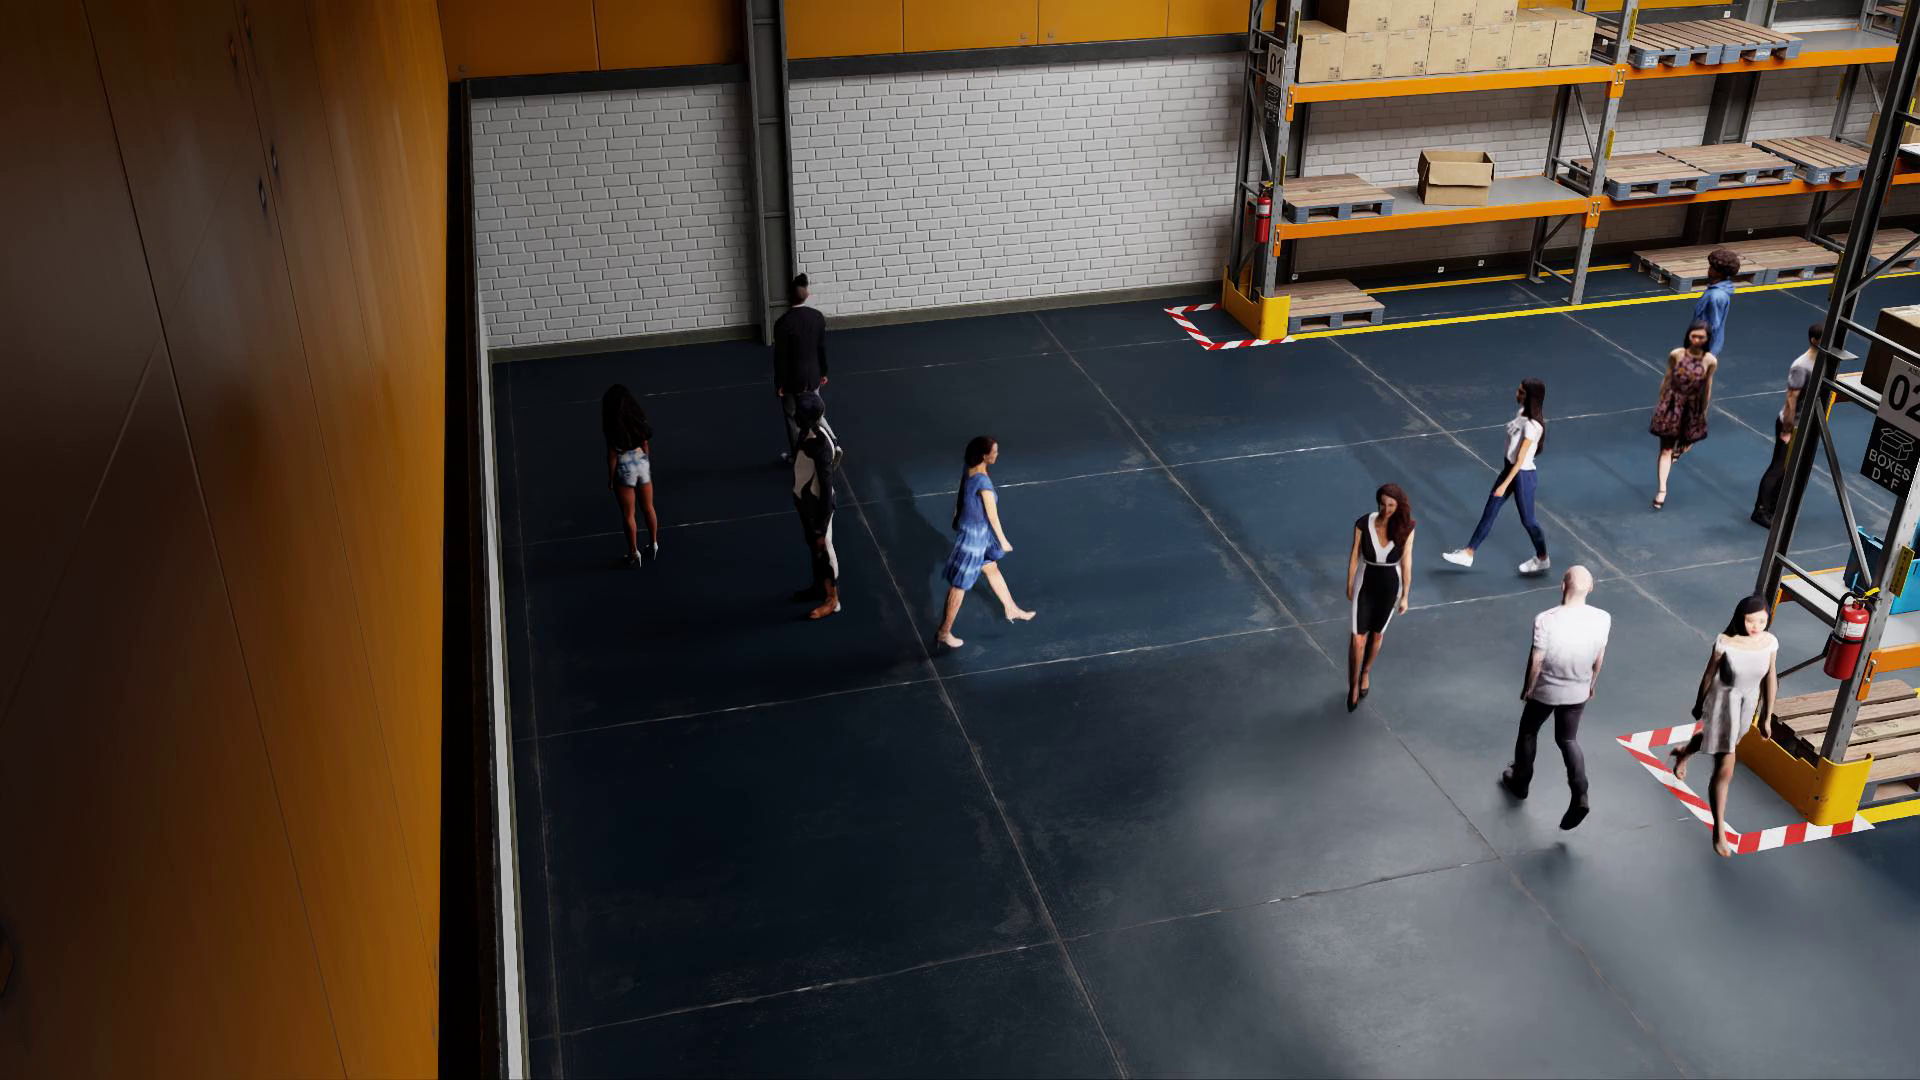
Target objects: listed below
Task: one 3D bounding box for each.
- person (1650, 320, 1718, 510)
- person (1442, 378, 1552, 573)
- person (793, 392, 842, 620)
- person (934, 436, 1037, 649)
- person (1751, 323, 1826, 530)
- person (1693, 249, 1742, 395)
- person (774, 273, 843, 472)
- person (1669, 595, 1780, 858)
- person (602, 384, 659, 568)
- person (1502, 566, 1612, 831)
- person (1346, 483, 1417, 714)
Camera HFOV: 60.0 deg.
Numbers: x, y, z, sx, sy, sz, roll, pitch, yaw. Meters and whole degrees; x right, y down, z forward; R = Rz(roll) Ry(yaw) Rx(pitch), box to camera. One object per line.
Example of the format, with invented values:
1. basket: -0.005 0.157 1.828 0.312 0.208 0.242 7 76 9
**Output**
1. person: 6.463 -1.158 14.899 0.997 1.759 1.046 15 32 25
2. person: 4.682 -0.470 13.669 1.182 1.728 0.778 -1 29 -1
3. person: -1.138 -0.288 13.168 0.607 1.890 0.707 -10 30 -18
4. person: 0.026 0.058 12.672 1.075 1.758 0.631 -7 29 -13
5. person: 7.300 -1.025 14.545 0.653 1.864 0.798 -22 36 -35
6. person: 7.347 -1.974 16.344 0.780 1.808 0.753 11 31 20
7. person: -1.402 -1.493 15.335 1.098 1.931 1.056 -24 37 -36
8. person: 4.957 1.092 10.814 1.211 1.720 0.838 -1 29 -2
9. person: -2.753 -0.537 13.908 0.650 1.618 0.727 -24 37 -37
10. person: 3.924 1.040 10.817 1.040 1.809 0.855 -1 29 -3
11. person: 3.034 0.354 12.105 0.759 1.781 0.787 4 29 7
